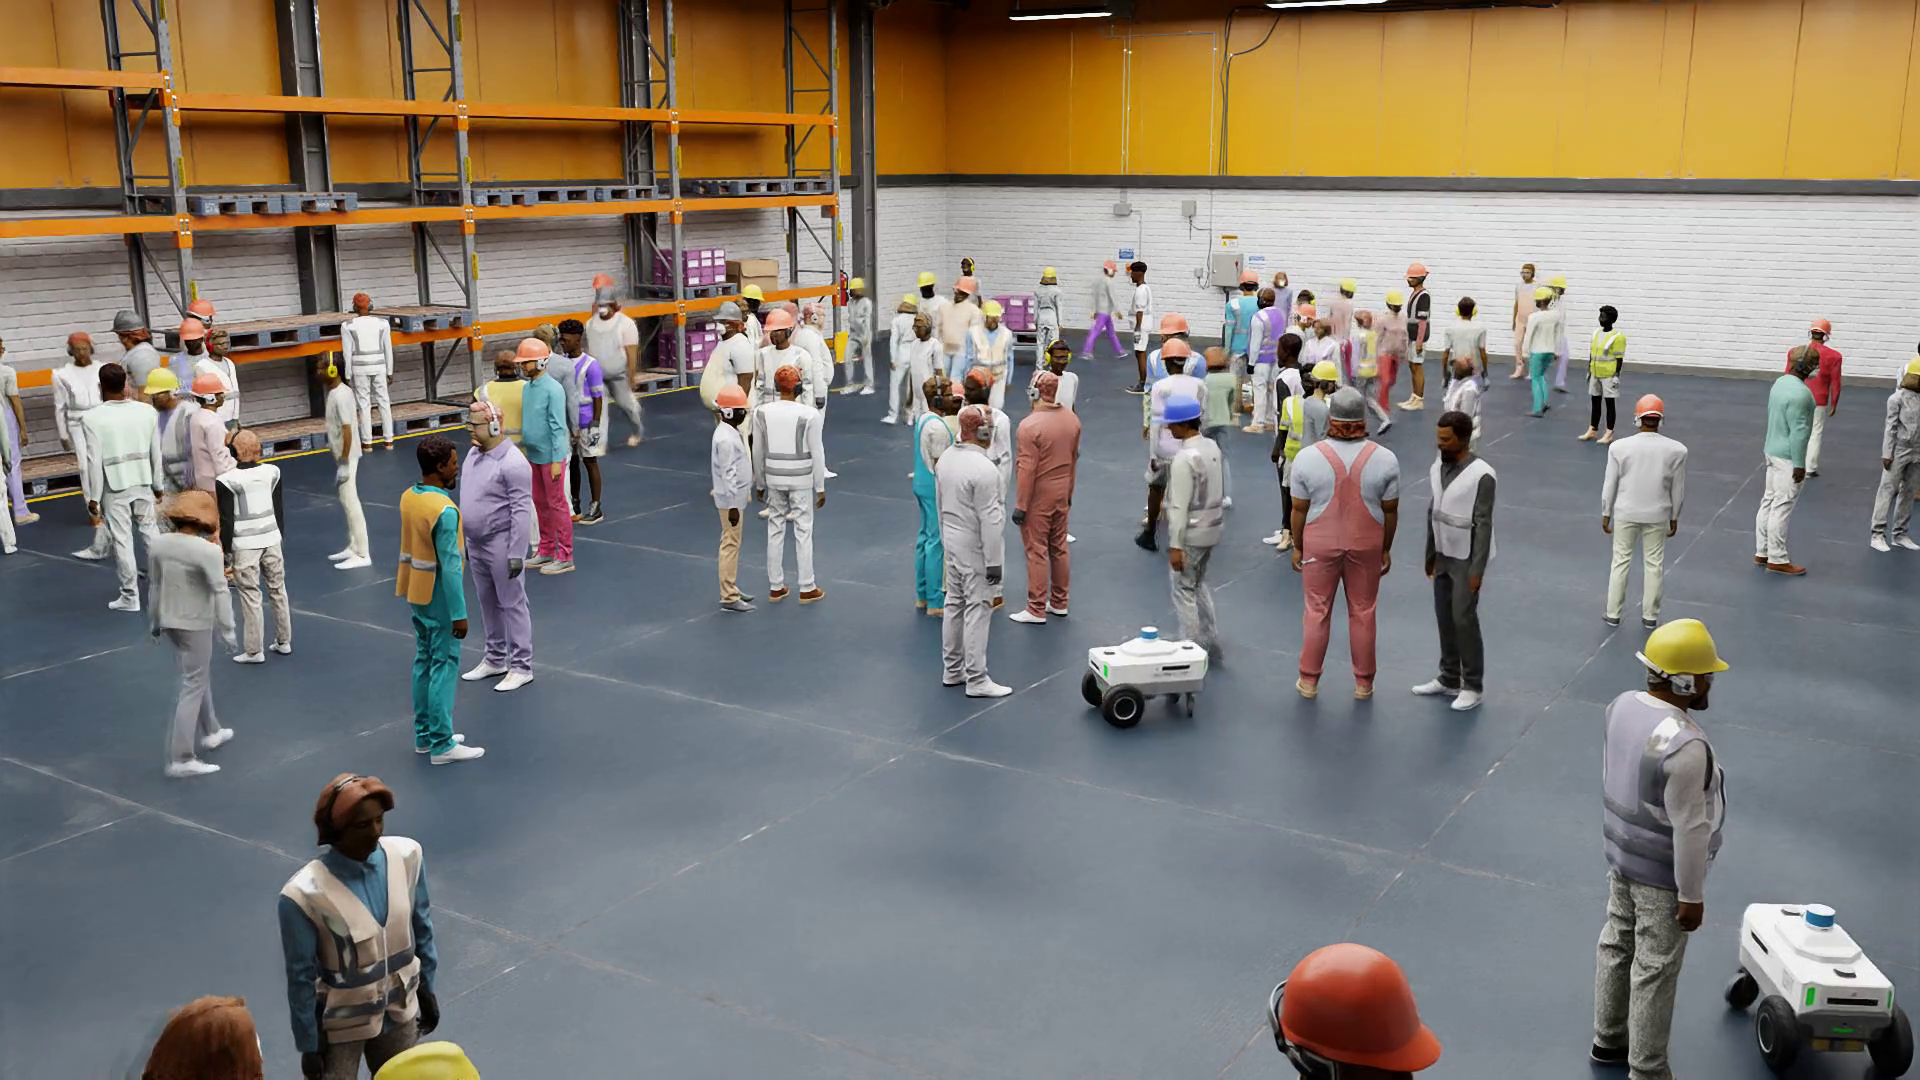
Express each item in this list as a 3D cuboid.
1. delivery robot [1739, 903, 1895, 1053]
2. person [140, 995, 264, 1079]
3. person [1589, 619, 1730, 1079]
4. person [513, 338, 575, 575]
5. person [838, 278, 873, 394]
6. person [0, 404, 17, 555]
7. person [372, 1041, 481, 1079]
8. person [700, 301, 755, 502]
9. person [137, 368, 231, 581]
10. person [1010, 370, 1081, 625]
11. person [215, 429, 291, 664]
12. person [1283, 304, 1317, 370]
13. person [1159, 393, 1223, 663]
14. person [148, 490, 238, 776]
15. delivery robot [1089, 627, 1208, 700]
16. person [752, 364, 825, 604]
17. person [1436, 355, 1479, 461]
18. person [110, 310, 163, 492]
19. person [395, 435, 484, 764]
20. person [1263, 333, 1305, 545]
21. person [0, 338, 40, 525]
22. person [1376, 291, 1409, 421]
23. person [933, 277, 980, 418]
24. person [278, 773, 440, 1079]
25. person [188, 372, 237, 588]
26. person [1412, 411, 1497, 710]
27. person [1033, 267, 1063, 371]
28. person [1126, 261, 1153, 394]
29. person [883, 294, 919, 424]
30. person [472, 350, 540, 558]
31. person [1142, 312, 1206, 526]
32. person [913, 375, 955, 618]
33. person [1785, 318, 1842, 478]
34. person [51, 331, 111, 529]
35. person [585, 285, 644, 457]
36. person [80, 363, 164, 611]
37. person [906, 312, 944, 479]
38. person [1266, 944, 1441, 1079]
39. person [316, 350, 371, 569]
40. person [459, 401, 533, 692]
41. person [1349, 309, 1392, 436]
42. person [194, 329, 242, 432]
[{"bbox_3d":[3.373,1.680,6.570,0.477,0.478,0.707,1,13,5],"label":"delivery robot"},{"bbox_3d":[-1.713,1.810,3.939,0.514,1.585,0.850,12,18,42],"label":"person"},{"bbox_3d":[2.590,1.178,6.151,0.403,1.833,0.590,-1,13,-6],"label":"person"},{"bbox_3d":[-3.516,-0.707,14.005,0.398,1.987,0.607,-11,17,-41],"label":"person"},{"bbox_3d":[-1.523,-2.976,24.422,0.490,1.721,0.659,10,16,37],"label":"person"},{"bbox_3d":[-8.563,-0.652,14.512,0.522,1.638,0.311,-10,16,-36],"label":"person"},{"bbox_3d":[-1.068,1.846,3.422,0.339,1.760,0.528,-4,14,-18],"label":"person"},{"bbox_3d":[-2.361,-1.395,16.855,0.539,2.000,0.689,-6,14,-23],"label":"person"},{"bbox_3d":[-6.455,-0.540,13.741,0.586,1.771,0.904,5,14,22],"label":"person"},{"bbox_3d":[0.612,-0.321,12.493,0.408,1.906,0.653,11,17,40],"label":"person"},{"bbox_3d":[-4.879,0.043,11.499,0.307,1.641,0.512,7,15,28],"label":"person"},{"bbox_3d":[4.164,-2.000,20.189,0.637,1.712,0.570,5,14,20],"label":"person"},{"bbox_3d":[1.549,-0.038,11.250,0.444,1.918,0.644,7,15,29],"label":"person"},{"bbox_3d":[-4.389,0.508,9.584,0.586,1.587,0.737,6,14,24],"label":"person"},{"bbox_3d":[1.183,0.790,10.428,0.707,0.478,0.477,-3,13,-13],"label":"delivery robot"},{"bbox_3d":[-1.330,-0.434,13.031,0.585,1.882,0.340,4,14,16],"label":"person"},{"bbox_3d":[4.831,-0.994,16.056,0.399,1.607,0.526,-3,13,-12],"label":"person"},{"bbox_3d":[-7.899,-1.194,15.987,0.536,2.000,0.682,-6,14,-23],"label":"person"},{"bbox_3d":[-3.027,0.347,9.598,0.389,1.911,0.591,-11,17,-39],"label":"person"},{"bbox_3d":[2.990,-0.907,15.007,0.389,1.918,0.590,8,15,31],"label":"person"},{"bbox_3d":[-9.125,-1.048,15.795,0.517,1.836,0.340,0,13,2],"label":"person"},{"bbox_3d":[5.727,-2.477,22.258,0.583,1.729,0.587,-7,15,-28],"label":"person"},{"bbox_3d":[-0.076,-2.440,21.608,0.655,1.950,0.429,7,15,28],"label":"person"},{"bbox_3d":[-1.862,1.501,5.201,0.317,1.630,0.510,9,15,33],"label":"person"},{"bbox_3d":[-6.038,-0.486,13.532,0.321,1.756,0.563,-10,17,-38],"label":"person"},{"bbox_3d":[3.176,0.120,10.596,0.392,1.907,0.606,-5,14,-19],"label":"person"},{"bbox_3d":[1.414,-3.476,26.535,0.492,1.743,0.296,6,14,25],"label":"person"},{"bbox_3d":[2.668,-3.152,24.671,0.374,1.958,0.603,2,13,9],"label":"person"},{"bbox_3d":[-0.716,-2.371,21.825,0.584,1.698,0.418,-6,14,-24],"label":"person"},{"bbox_3d":[-3.854,-0.719,14.375,0.621,1.839,0.429,-1,13,-6],"label":"person"},{"bbox_3d":[1.993,-1.116,15.643,0.614,2.043,0.373,7,15,29],"label":"person"},{"bbox_3d":[-0.181,-0.332,12.672,0.346,1.847,0.506,-4,14,-16],"label":"person"},{"bbox_3d":[9.315,-1.555,18.209,0.575,1.738,0.354,9,16,35],"label":"person"},{"bbox_3d":[-8.267,-1.065,15.805,0.592,1.866,0.587,-8,15,-32],"label":"person"},{"bbox_3d":[-4.083,-2.043,19.666,0.681,2.000,0.925,4,13,15],"label":"person"},{"bbox_3d":[-6.423,-0.406,12.834,0.374,1.917,0.596,8,15,32],"label":"person"},{"bbox_3d":[-0.377,-1.544,17.960,0.356,1.839,0.525,-9,16,-34],"label":"person"},{"bbox_3d":[0.728,1.740,3.358,0.379,1.996,0.610,8,15,32],"label":"person"},{"bbox_3d":[-5.268,-0.691,14.184,0.318,1.868,0.531,-5,14,-21],"label":"person"},{"bbox_3d":[-3.073,0.036,10.944,0.641,1.908,0.408,11,17,40],"label":"person"},{"bbox_3d":[5.068,-2.047,20.601,0.553,1.618,0.512,-13,18,-43],"label":"person"},{"bbox_3d":[-7.154,-1.119,16.092,0.381,1.842,0.571,1,13,4],"label":"person"}]
